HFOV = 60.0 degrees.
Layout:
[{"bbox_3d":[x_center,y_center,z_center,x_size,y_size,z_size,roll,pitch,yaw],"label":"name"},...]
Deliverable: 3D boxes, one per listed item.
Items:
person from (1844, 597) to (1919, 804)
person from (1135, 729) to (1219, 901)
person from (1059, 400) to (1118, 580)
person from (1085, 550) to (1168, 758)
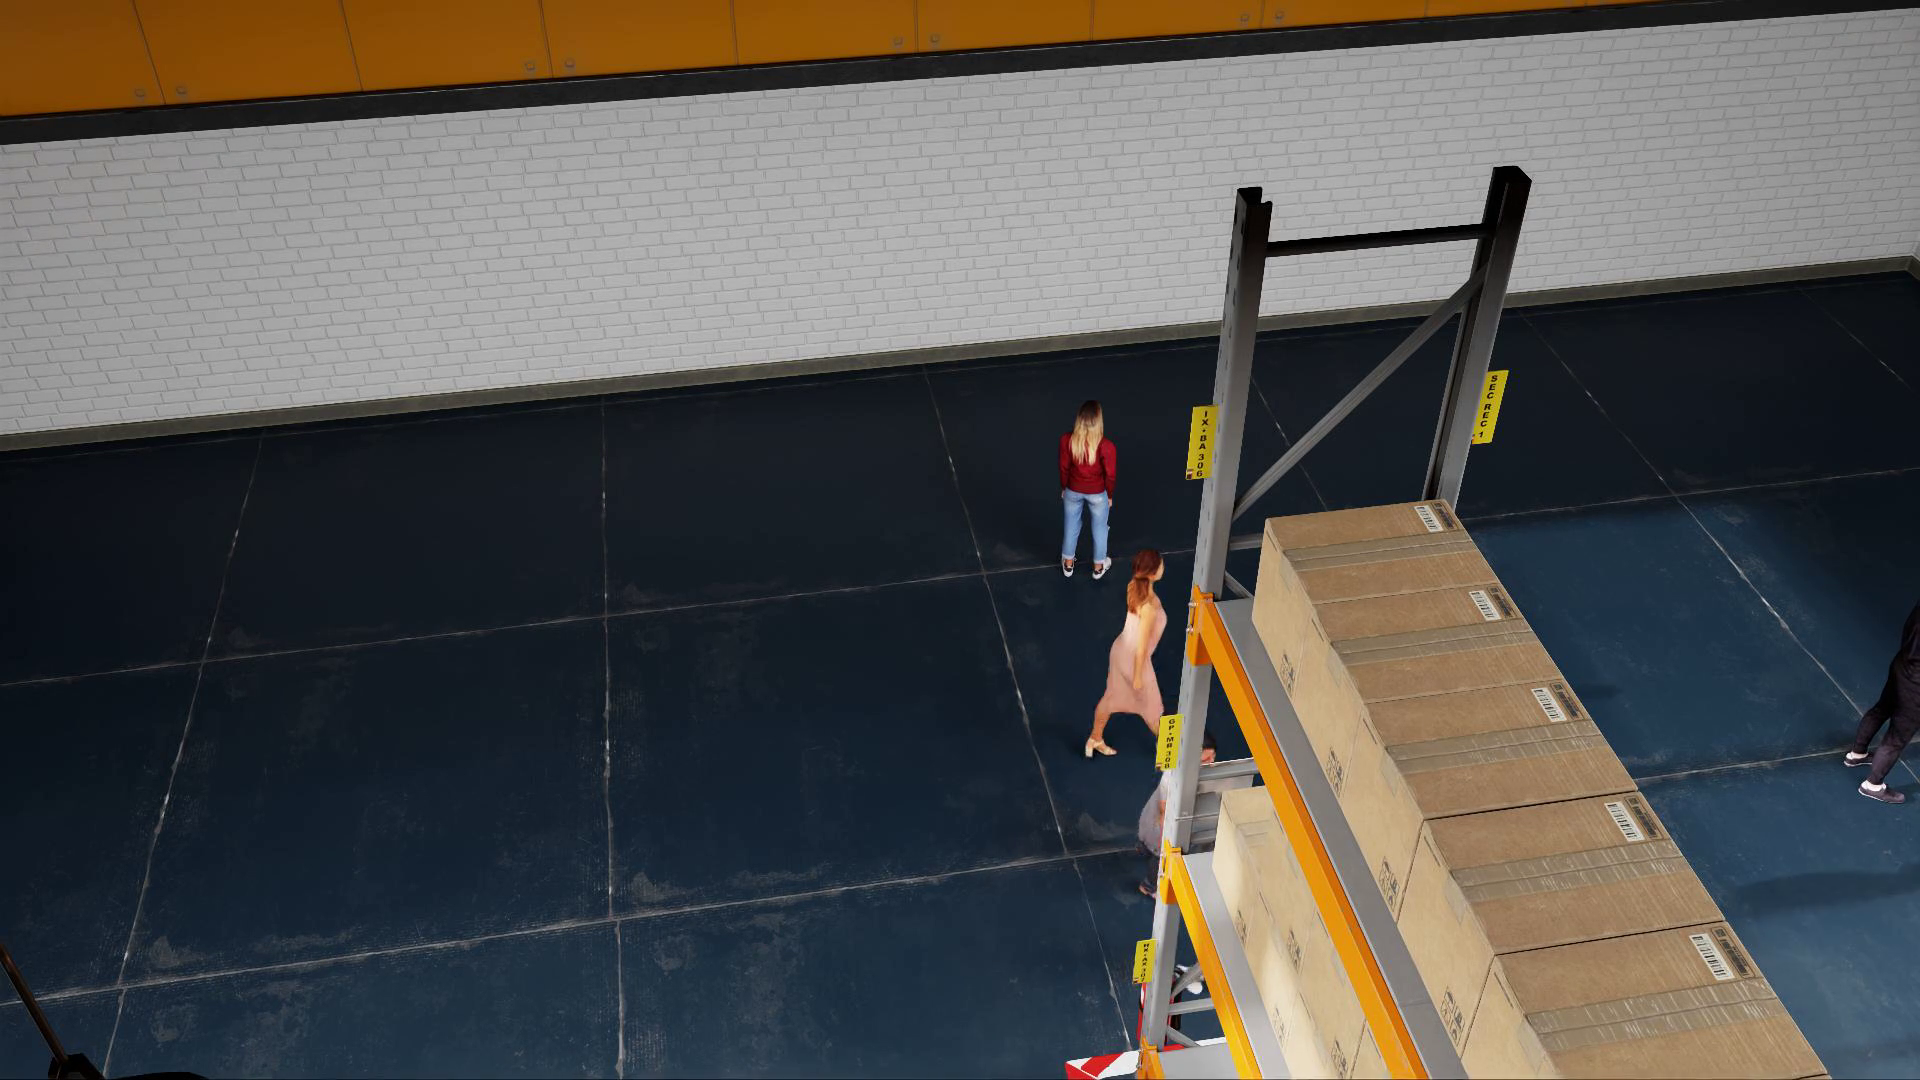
[{"bbox_3d":[6.332,0.940,11.051,0.785,1.837,0.611,3,39,4],"label":"person"},{"bbox_3d":[1.309,1.674,10.338,0.936,1.580,0.883,15,41,18],"label":"person"},{"bbox_3d":[0.983,-0.389,12.876,0.676,1.635,0.666,8,39,10],"label":"person"},{"bbox_3d":[1.081,0.829,11.226,0.691,1.792,0.881,-6,39,-7],"label":"person"}]
